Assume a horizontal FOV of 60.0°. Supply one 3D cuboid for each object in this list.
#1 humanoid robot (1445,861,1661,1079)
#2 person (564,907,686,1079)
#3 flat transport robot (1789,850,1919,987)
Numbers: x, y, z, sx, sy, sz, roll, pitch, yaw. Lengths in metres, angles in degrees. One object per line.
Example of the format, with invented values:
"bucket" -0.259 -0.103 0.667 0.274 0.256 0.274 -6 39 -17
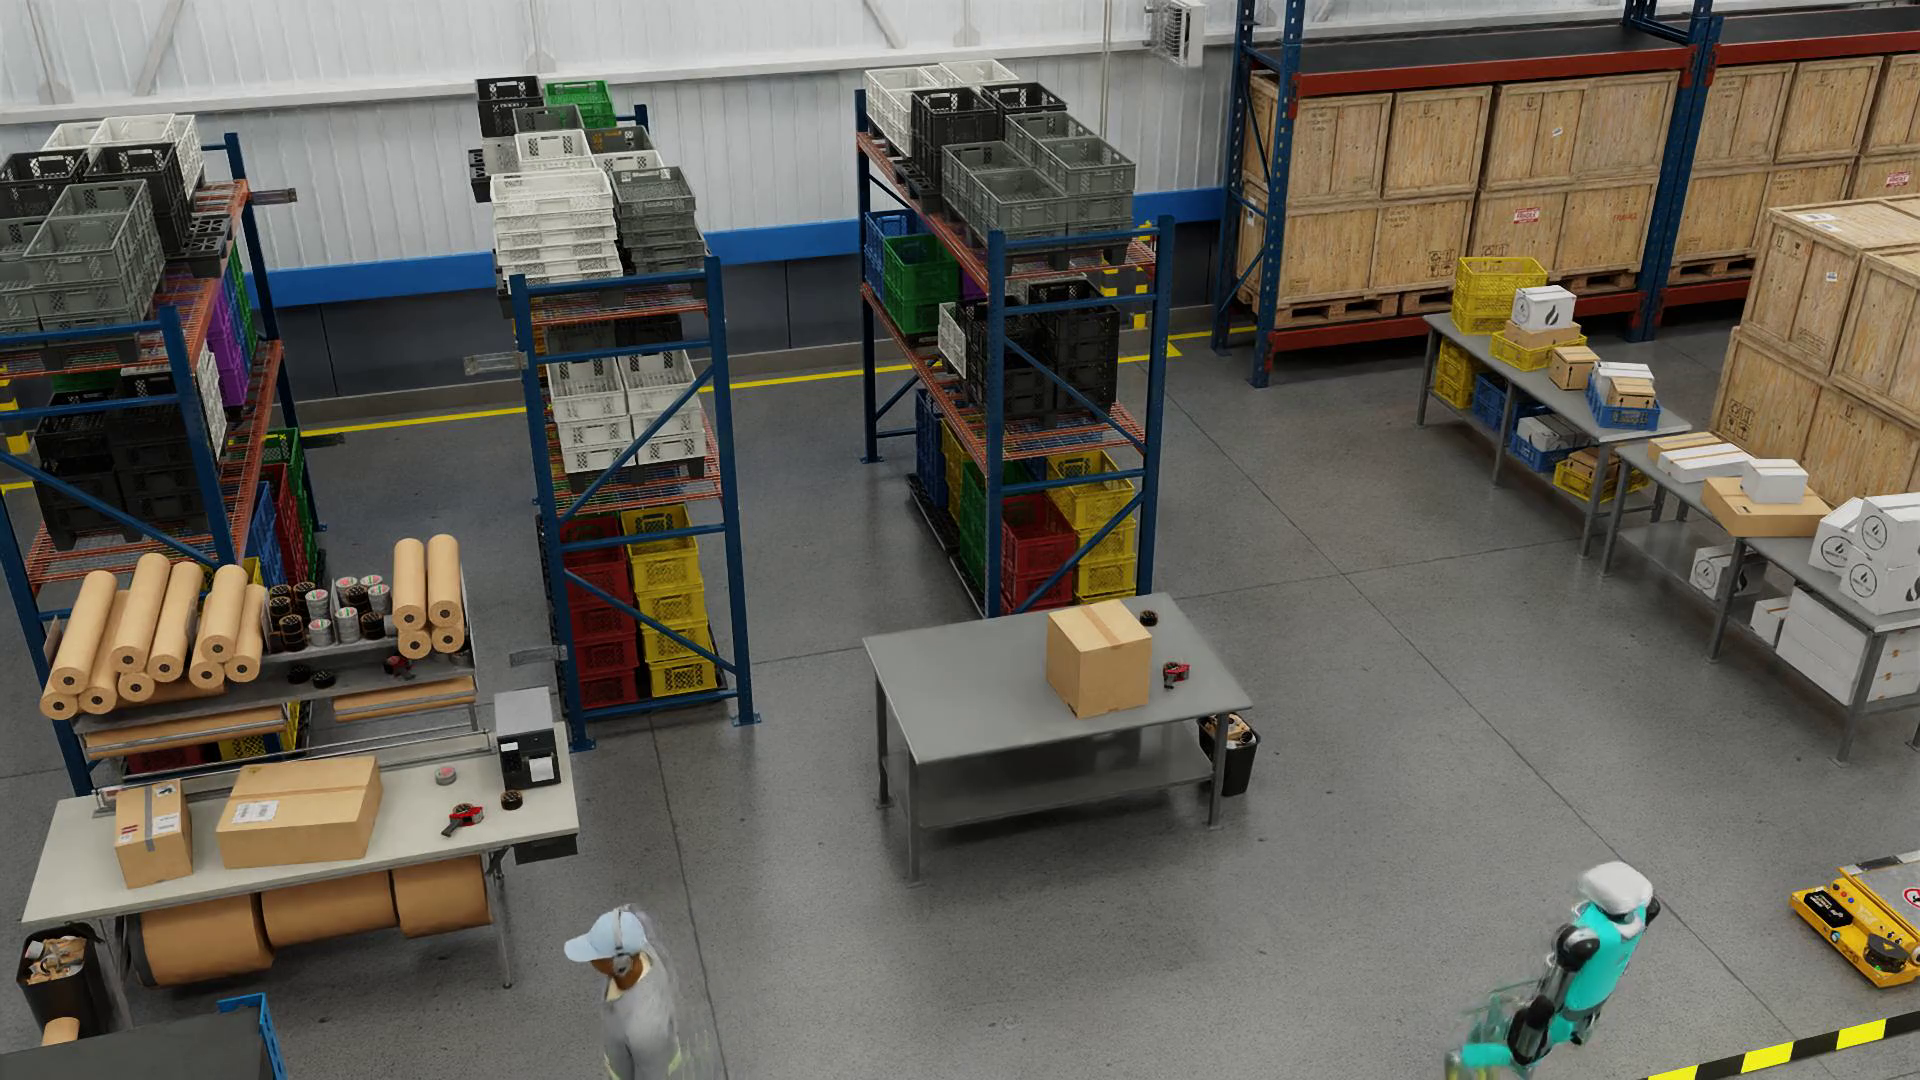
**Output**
"humanoid robot" 2.381 1.981 7.044 0.573 1.769 0.793 -19 34 -31
"person" -1.250 2.163 6.621 0.906 1.814 0.599 -7 29 -12
"flat transport robot" 5.163 1.916 8.676 1.431 0.231 0.659 -8 30 -14
